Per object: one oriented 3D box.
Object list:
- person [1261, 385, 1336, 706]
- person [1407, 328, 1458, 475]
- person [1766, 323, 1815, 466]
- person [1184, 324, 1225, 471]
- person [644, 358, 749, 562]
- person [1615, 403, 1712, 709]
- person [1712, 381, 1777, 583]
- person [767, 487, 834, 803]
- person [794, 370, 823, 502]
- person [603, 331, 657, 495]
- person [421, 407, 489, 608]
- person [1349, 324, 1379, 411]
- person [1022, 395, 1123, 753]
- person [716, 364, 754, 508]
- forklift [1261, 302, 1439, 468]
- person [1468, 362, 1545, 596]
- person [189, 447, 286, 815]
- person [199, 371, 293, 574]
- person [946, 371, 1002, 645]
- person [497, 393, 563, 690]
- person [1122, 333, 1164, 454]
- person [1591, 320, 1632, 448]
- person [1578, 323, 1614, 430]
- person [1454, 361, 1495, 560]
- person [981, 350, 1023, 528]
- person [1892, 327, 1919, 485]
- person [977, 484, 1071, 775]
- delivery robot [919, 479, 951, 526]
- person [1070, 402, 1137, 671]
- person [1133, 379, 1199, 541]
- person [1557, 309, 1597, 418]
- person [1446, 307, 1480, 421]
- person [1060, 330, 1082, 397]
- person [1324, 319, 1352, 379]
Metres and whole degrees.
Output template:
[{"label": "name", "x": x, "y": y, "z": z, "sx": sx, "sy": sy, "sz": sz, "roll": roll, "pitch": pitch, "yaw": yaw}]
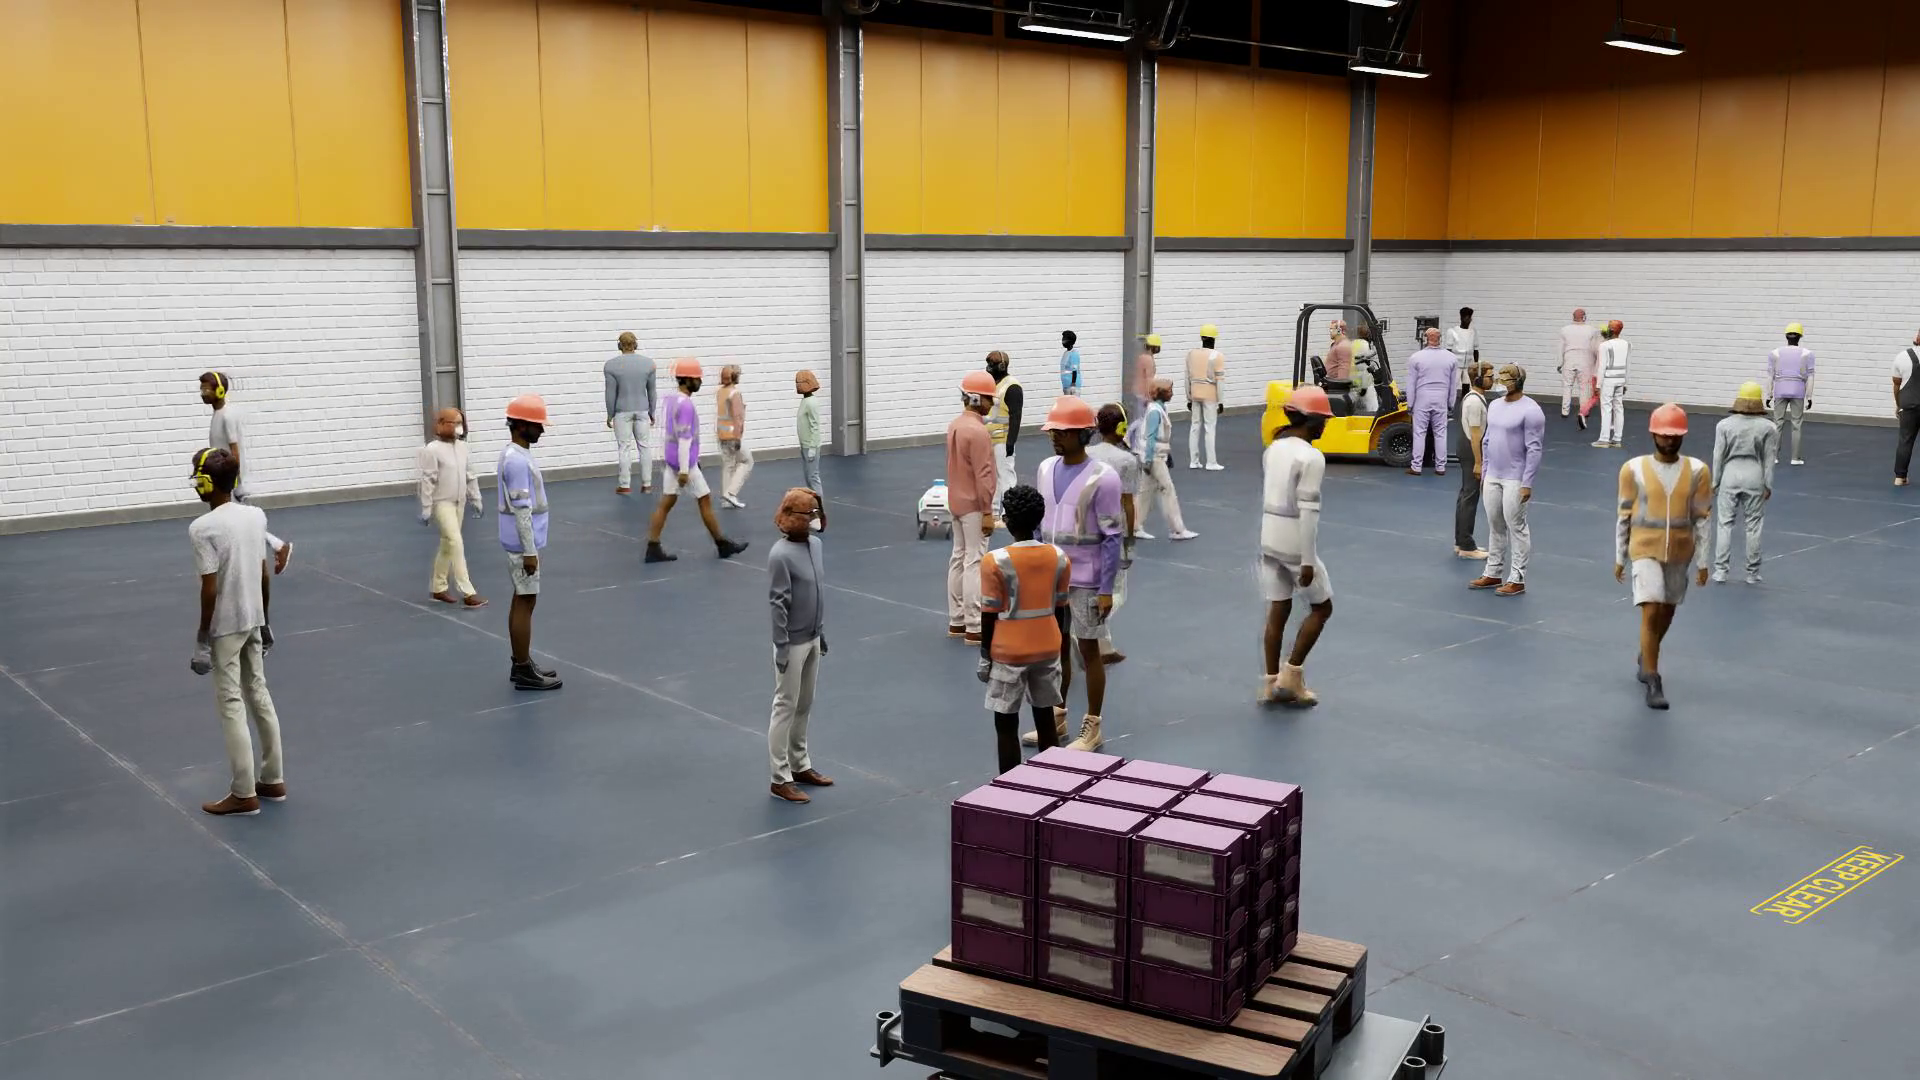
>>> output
[{"label": "person", "x": 2.095, "y": 0.046, "z": 10.384, "sx": 0.476, "sy": 2.020, "sz": 0.604, "roll": -4, "pitch": 11, "yaw": -24}, {"label": "person", "x": 6.049, "y": -1.773, "z": 21.388, "sx": 0.646, "sy": 1.899, "sz": 0.401, "roll": 0, "pitch": 10, "yaw": -3}, {"label": "person", "x": 11.182, "y": -1.960, "z": 22.420, "sx": 0.585, "sy": 1.918, "sz": 0.381, "roll": 6, "pitch": 12, "yaw": 33}, {"label": "person", "x": 3.232, "y": -1.878, "z": 21.909, "sx": 0.589, "sy": 1.927, "sz": 0.387, "roll": 9, "pitch": 13, "yaw": 42}, {"label": "person", "x": -2.488, "y": -0.732, "z": 15.344, "sx": 0.990, "sy": 1.886, "sz": 0.557, "roll": -4, "pitch": 11, "yaw": -25}, {"label": "person", "x": 4.483, "y": 0.062, "z": 10.648, "sx": 0.553, "sy": 1.903, "sz": 0.941, "roll": 2, "pitch": 10, "yaw": 10}, {"label": "person", "x": 6.763, "y": -0.497, "z": 14.373, "sx": 0.492, "sy": 1.739, "sz": 0.324, "roll": 4, "pitch": 11, "yaw": 23}, {"label": "person", "x": -0.834, "y": 0.531, "z": 8.664, "sx": 0.266, "sy": 1.631, "sz": 0.507, "roll": 4, "pitch": 10, "yaw": 21}, {"label": "person", "x": -1.585, "y": -0.955, "z": 17.364, "sx": 0.267, "sy": 1.632, "sz": 0.507, "roll": -3, "pitch": 10, "yaw": -16}, {"label": "person", "x": -3.885, "y": -1.493, "z": 19.628, "sx": 0.632, "sy": 1.940, "sz": 0.372, "roll": -5, "pitch": 11, "yaw": -27}, {"label": "person", "x": -4.009, "y": -0.253, "z": 13.332, "sx": 0.769, "sy": 1.602, "sz": 0.537, "roll": 4, "pitch": 10, "yaw": 22}, {"label": "person", "x": 6.109, "y": -2.395, "z": 25.361, "sx": 0.974, "sy": 1.797, "sz": 0.637, "roll": -3, "pitch": 10, "yaw": -17}, {"label": "person", "x": 0.624, "y": 0.204, "z": 9.379, "sx": 0.388, "sy": 2.045, "sz": 0.605, "roll": -9, "pitch": 13, "yaw": -42}, {"label": "person", "x": -2.516, "y": -1.144, "z": 18.505, "sx": 0.378, "sy": 1.623, "sz": 0.516, "roll": -7, "pitch": 12, "yaw": -35}, {"label": "forklift", "x": 5.320, "y": -2.157, "z": 22.763, "sx": 2.313, "sy": 2.155, "sz": 1.214, "roll": 3, "pitch": 10, "yaw": 16}, {"label": "person", "x": 4.559, "y": -0.506, "z": 13.846, "sx": 0.373, "sy": 1.940, "sz": 0.630, "roll": -4, "pitch": 11, "yaw": -23}, {"label": "person", "x": -3.676, "y": 0.462, "z": 8.397, "sx": 0.310, "sy": 1.864, "sz": 0.533, "roll": 3, "pitch": 10, "yaw": 16}, {"label": "person", "x": -6.215, "y": -0.538, "z": 14.316, "sx": 0.681, "sy": 1.851, "sz": 0.525, "roll": -7, "pitch": 12, "yaw": -36}, {"label": "person", "x": 0.106, "y": -0.235, "z": 12.119, "sx": 0.391, "sy": 1.987, "sz": 0.608, "roll": -4, "pitch": 10, "yaw": -21}, {"label": "person", "x": -2.814, "y": 0.011, "z": 10.843, "sx": 0.365, "sy": 1.932, "sz": 0.543, "roll": -3, "pitch": 10, "yaw": -19}, {"label": "person", "x": 2.615, "y": -2.071, "z": 23.617, "sx": 0.528, "sy": 1.731, "sz": 0.537, "roll": -2, "pitch": 10, "yaw": -10}, {"label": "person", "x": 9.600, "y": -2.298, "z": 24.498, "sx": 0.582, "sy": 1.884, "sz": 0.351, "roll": -4, "pitch": 10, "yaw": -22}, {"label": "person", "x": 10.343, "y": -2.626, "z": 26.832, "sx": 0.746, "sy": 1.740, "sz": 0.529, "roll": -6, "pitch": 11, "yaw": -30}, {"label": "person", "x": 4.805, "y": -0.744, "z": 15.511, "sx": 0.345, "sy": 1.847, "sz": 0.504, "roll": 2, "pitch": 10, "yaw": 10}, {"label": "person", "x": 0.387, "y": -1.047, "z": 17.295, "sx": 0.429, "sy": 1.845, "sz": 0.621, "roll": -6, "pitch": 11, "yaw": -30}, {"label": "person", "x": 11.784, "y": -1.664, "z": 20.326, "sx": 0.538, "sy": 2.000, "sz": 0.684, "roll": -8, "pitch": 13, "yaw": -40}, {"label": "person", "x": 0.320, "y": 0.565, "z": 8.305, "sx": 0.530, "sy": 1.689, "sz": 0.322, "roll": -7, "pitch": 12, "yaw": -34}, {"label": "delivery robot", "x": -0.207, "y": -0.370, "z": 16.822, "sx": 0.477, "sy": 0.478, "sz": 0.707, "roll": 1, "pitch": 10, "yaw": 6}, {"label": "person", "x": 0.940, "y": -0.007, "z": 11.228, "sx": 0.517, "sy": 1.842, "sz": 0.690, "roll": 8, "pitch": 12, "yaw": 38}, {"label": "person", "x": 2.040, "y": -0.779, "z": 16.403, "sx": 0.794, "sy": 1.604, "sz": 0.541, "roll": 2, "pitch": 10, "yaw": 10}, {"label": "person", "x": 10.733, "y": -3.066, "z": 28.934, "sx": 0.652, "sy": 1.904, "sz": 0.402, "roll": 4, "pitch": 10, "yaw": 22}, {"label": "person", "x": 8.582, "y": -3.001, "z": 28.425, "sx": 0.602, "sy": 1.957, "sz": 0.383, "roll": -1, "pitch": 10, "yaw": -7}, {"label": "person", "x": 1.691, "y": -2.362, "z": 25.448, "sx": 0.321, "sy": 1.691, "sz": 0.537, "roll": -2, "pitch": 10, "yaw": -13}, {"label": "person", "x": 5.419, "y": -2.217, "z": 23.957, "sx": 0.408, "sy": 1.906, "sz": 0.653, "roll": 1, "pitch": 10, "yaw": 8}]
